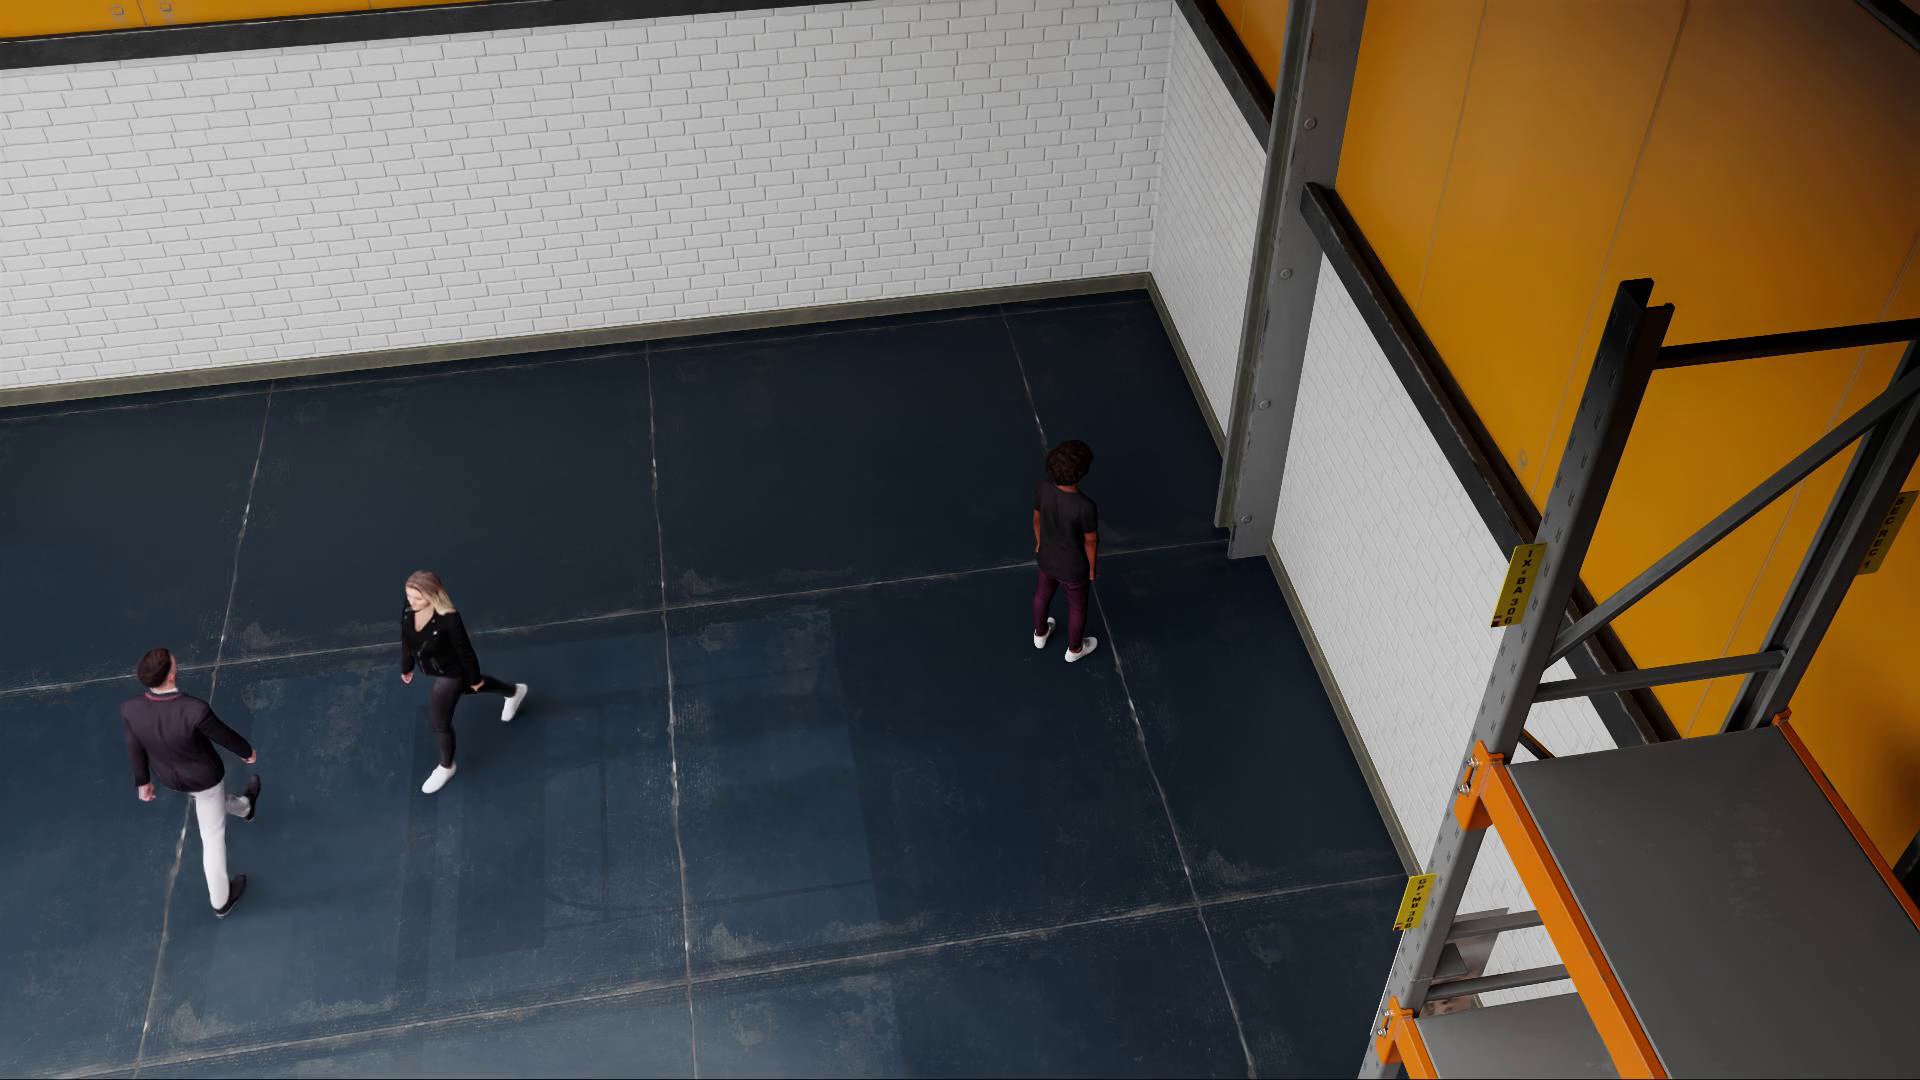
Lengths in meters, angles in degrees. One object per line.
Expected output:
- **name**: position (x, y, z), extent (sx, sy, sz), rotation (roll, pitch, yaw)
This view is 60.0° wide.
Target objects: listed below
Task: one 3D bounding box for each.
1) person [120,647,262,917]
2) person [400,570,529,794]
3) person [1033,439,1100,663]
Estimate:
- **person**: position (-4.342, 1.408, 9.334), extent (0.934, 1.794, 1.247), rotation (4, 44, 4)
- **person**: position (-3.056, 0.732, 10.151), extent (1.128, 1.647, 1.171), rotation (29, 51, 27)
- **person**: position (0.675, 0.075, 10.741), extent (0.716, 1.784, 0.771), rotation (24, 49, 24)
